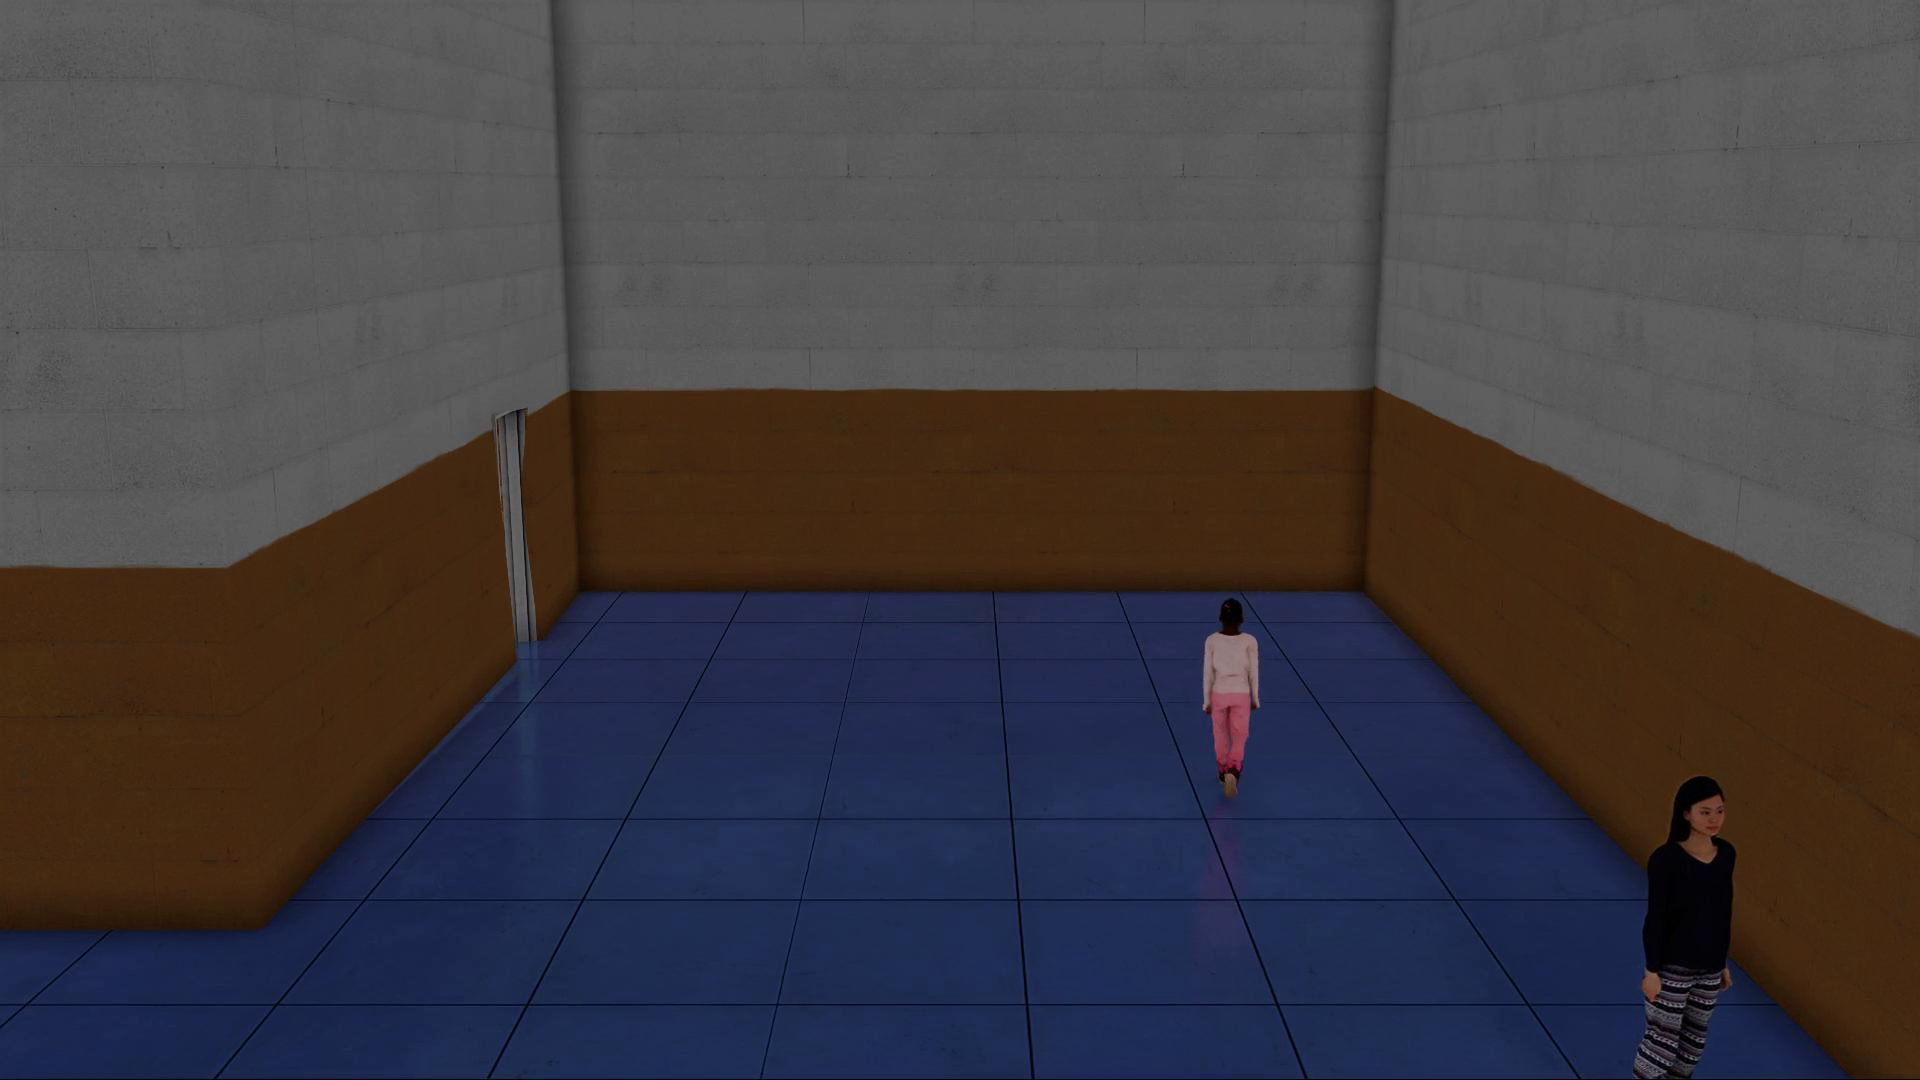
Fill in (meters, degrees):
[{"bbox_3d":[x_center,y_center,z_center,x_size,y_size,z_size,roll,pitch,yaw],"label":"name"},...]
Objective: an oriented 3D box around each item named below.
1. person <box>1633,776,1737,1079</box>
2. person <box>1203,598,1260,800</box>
[{"bbox_3d":[3.248,1.880,7.457,0.566,1.734,0.730,-4,13,-18],"label":"person"},{"bbox_3d":[1.921,1.120,11.808,0.916,1.428,0.740,2,12,11],"label":"person"}]
